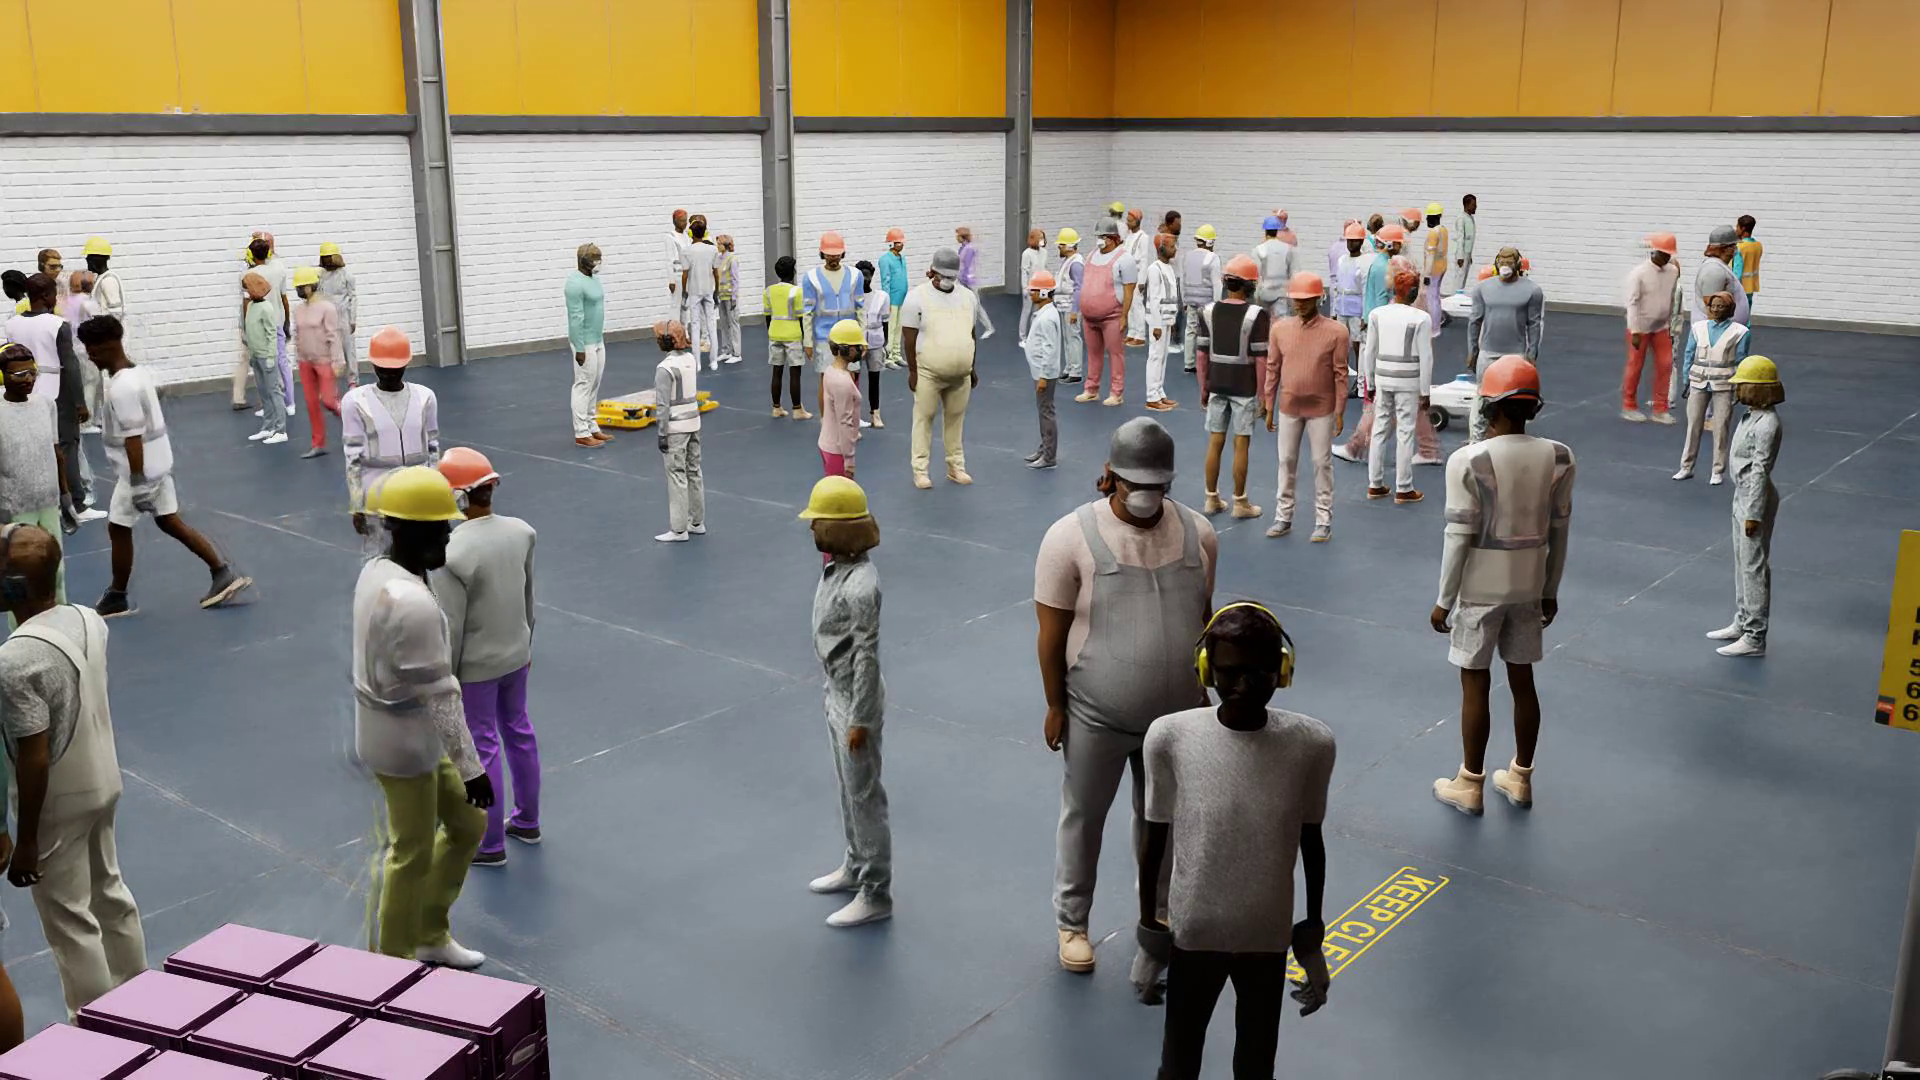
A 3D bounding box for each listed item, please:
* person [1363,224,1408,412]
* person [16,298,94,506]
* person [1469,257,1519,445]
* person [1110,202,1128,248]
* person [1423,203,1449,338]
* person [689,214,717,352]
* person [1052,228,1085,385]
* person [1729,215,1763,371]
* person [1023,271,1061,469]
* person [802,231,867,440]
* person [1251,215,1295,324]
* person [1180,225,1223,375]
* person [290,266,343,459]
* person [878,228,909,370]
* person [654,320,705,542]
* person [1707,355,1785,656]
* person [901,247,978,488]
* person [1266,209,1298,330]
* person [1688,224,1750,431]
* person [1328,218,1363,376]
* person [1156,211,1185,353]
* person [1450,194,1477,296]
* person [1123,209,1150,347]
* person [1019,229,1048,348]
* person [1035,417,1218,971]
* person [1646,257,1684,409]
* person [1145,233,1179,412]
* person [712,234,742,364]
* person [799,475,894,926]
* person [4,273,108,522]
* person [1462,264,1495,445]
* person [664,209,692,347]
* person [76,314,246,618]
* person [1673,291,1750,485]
[{"bbox_3d":[4.482,-2.335,17.618,0.407,1.987,0.615,3,14,12],"label":"person"},{"bbox_3d":[-7.172,-1.065,13.125,0.540,1.694,0.541,3,14,13],"label":"person"},{"bbox_3d":[4.992,-1.721,15.395,0.515,1.872,0.333,-1,14,-6],"label":"person"},{"bbox_3d":[2.636,-4.716,27.589,0.591,1.747,0.547,-13,19,-43],"label":"person"},{"bbox_3d":[6.768,-3.854,23.831,0.392,1.918,0.582,8,16,30],"label":"person"},{"bbox_3d":[-3.479,-3.461,22.412,0.429,1.840,0.629,-5,15,-18],"label":"person"},{"bbox_3d":[1.284,-2.744,19.567,0.403,1.828,0.598,-2,14,-7],"label":"person"},{"bbox_3d":[9.711,-3.064,20.666,0.599,1.917,0.376,-12,18,-40],"label":"person"},{"bbox_3d":[0.730,-1.513,14.802,0.326,1.751,0.559,0,14,0],"label":"person"},{"bbox_3d":[-1.201,-1.951,16.009,0.612,2.029,0.408,-4,15,-17],"label":"person"},{"bbox_3d":[3.933,-3.085,20.786,0.616,1.917,0.896,-4,14,-14],"label":"person"},{"bbox_3d":[2.943,-2.895,20.165,0.404,1.829,0.600,-12,19,-40],"label":"person"},{"bbox_3d":[-5.883,-1.637,15.281,0.547,1.752,0.484,6,15,24],"label":"person"},{"bbox_3d":[-0.799,-3.016,20.806,0.329,1.751,0.563,6,15,23],"label":"person"},{"bbox_3d":[-2.063,-0.797,12.194,0.313,1.634,0.515,5,15,18],"label":"person"},{"bbox_3d":[4.540,-0.199,9.598,0.342,1.735,0.484,4,15,15],"label":"person"},{"bbox_3d":[-0.123,-1.459,14.002,0.681,2.000,0.536,-7,16,-25],"label":"person"},{"bbox_3d":[4.224,-3.457,22.253,0.408,1.913,0.644,10,17,36],"label":"person"},{"bbox_3d":[7.615,-2.131,16.689,0.538,2.000,0.687,5,15,19],"label":"person"},{"bbox_3d":[4.734,-2.961,20.306,0.395,1.900,0.647,-4,15,-16],"label":"person"},{"bbox_3d":[2.828,-3.439,22.220,0.495,1.894,0.651,6,15,23],"label":"person"},{"bbox_3d":[8.105,-4.590,26.763,0.387,1.919,0.594,8,16,29],"label":"person"},{"bbox_3d":[2.415,-3.612,22.943,0.345,1.878,0.584,-4,15,-15],"label":"person"},{"bbox_3d":[1.012,-3.442,22.787,0.322,1.620,0.512,12,19,40],"label":"person"},{"bbox_3d":[0.631,0.555,5.955,0.688,2.000,0.536,-4,15,-16],"label":"person"},{"bbox_3d":[7.592,-2.219,17.884,0.324,1.630,0.511,2,14,8],"label":"person"},{"bbox_3d":[2.167,-2.329,17.799,0.355,1.885,0.576,5,15,20],"label":"person"},{"bbox_3d":[-2.987,-3.092,21.344,0.307,1.640,0.519,-10,17,-34],"label":"person"},{"bbox_3d":[-0.438,0.609,6.346,0.319,1.742,0.492,-4,15,-15],"label":"person"},{"bbox_3d":[-6.956,-1.072,12.720,0.587,1.913,0.391,4,15,15],"label":"person"},{"bbox_3d":[4.940,-1.704,15.580,0.333,1.744,0.559,2,14,9],"label":"person"},{"bbox_3d":[-3.825,-3.577,22.787,0.339,1.881,0.584,5,15,20],"label":"person"},{"bbox_3d":[-5.003,-0.455,10.276,0.967,1.912,0.639,-4,15,-15],"label":"person"},{"bbox_3d":[6.405,-1.295,14.161,0.511,1.640,0.308,12,19,40],"label":"person"}]
